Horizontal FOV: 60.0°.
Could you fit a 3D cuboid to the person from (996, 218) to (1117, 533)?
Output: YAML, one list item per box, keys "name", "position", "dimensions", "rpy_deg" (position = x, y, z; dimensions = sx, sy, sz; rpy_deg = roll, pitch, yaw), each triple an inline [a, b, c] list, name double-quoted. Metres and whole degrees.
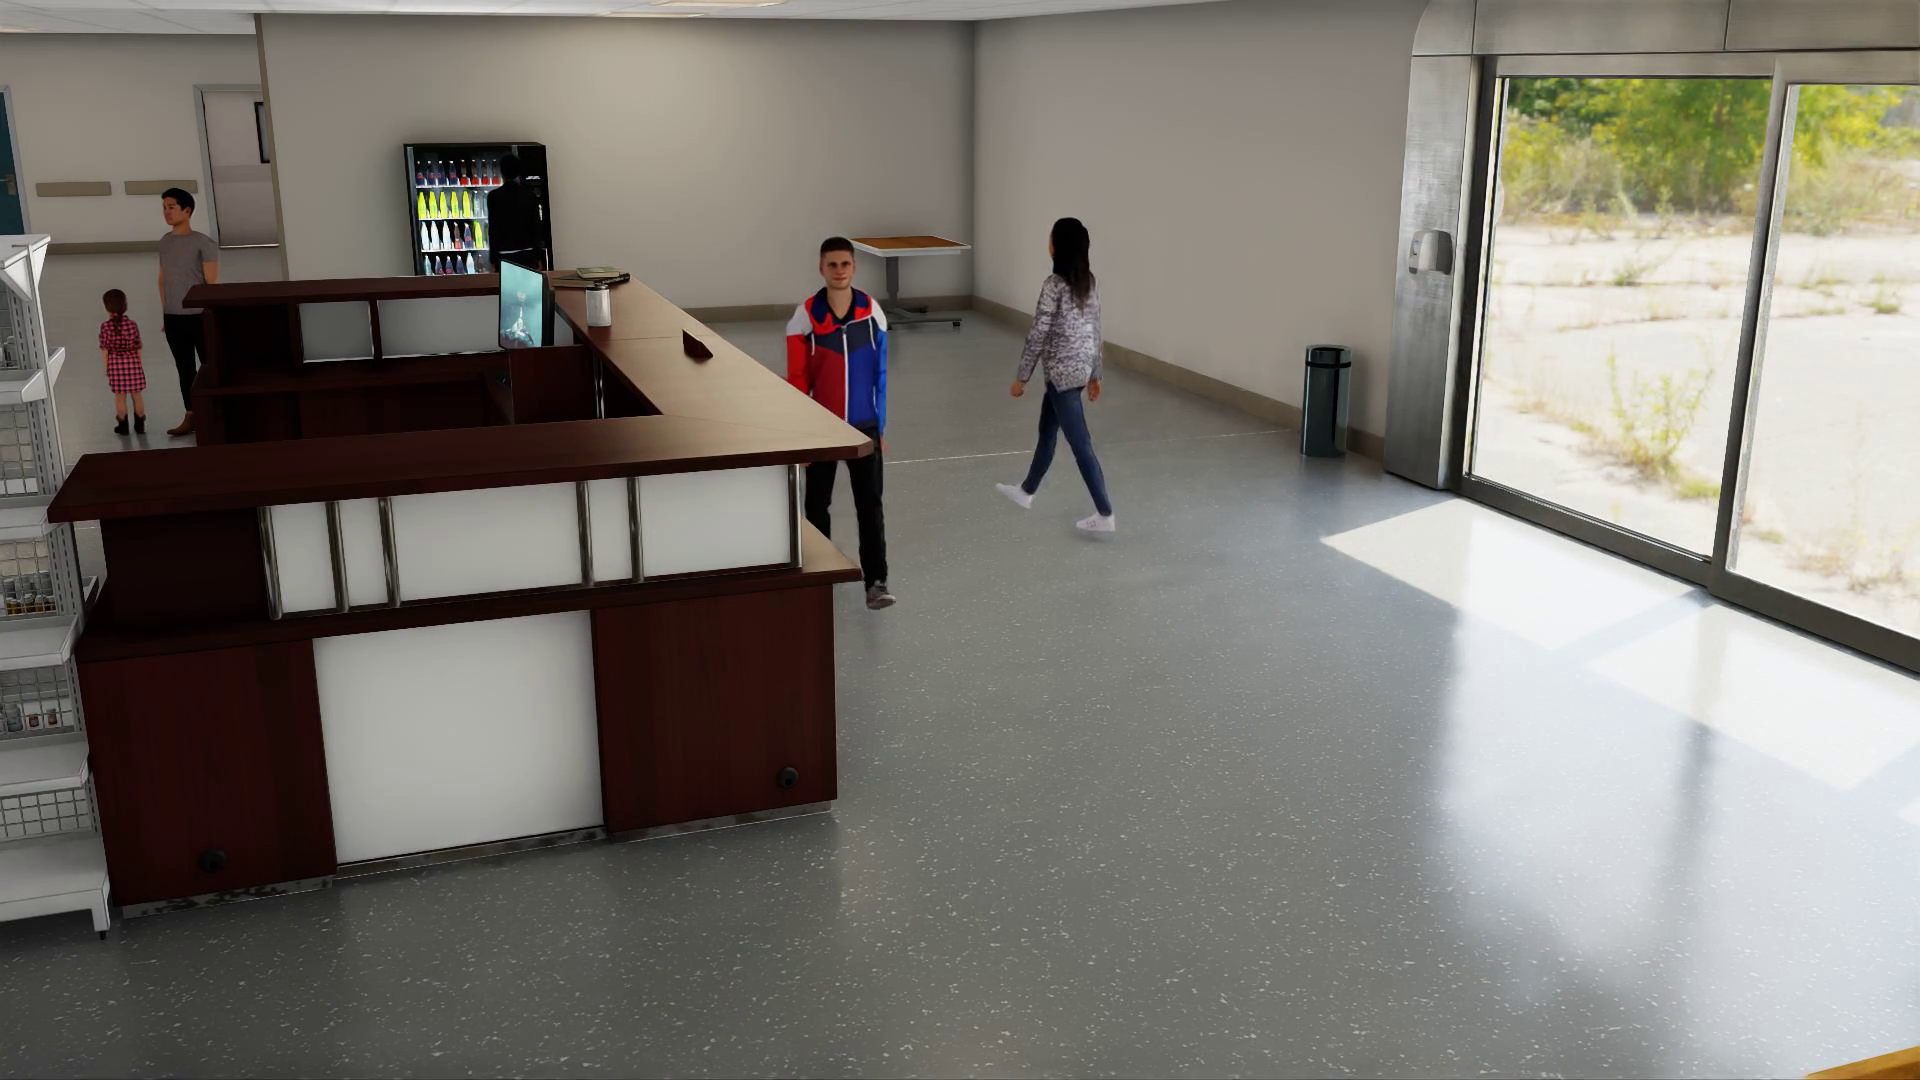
- name: "person"
  position: [0.642, -0.853, 9.078]
  dimensions: [1.070, 1.681, 1.172]
  rpy_deg: [12, 20, 37]

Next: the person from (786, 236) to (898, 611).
- name: "person"
  position: [-0.595, -0.549, 7.934]
  dimensions: [1.065, 1.717, 0.782]
  rpy_deg: [-4, 16, -14]

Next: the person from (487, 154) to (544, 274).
- name: "person"
  position: [-3.684, -2.268, 13.814]
  dimensions: [0.536, 1.834, 0.714]
  rpy_deg: [-10, 18, -31]

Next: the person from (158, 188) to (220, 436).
- name: "person"
  position: [-5.367, -1.591, 11.617]
  dimensions: [0.652, 1.724, 0.747]
  rpy_deg: [4, 16, 15]

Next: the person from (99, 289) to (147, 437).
- name: "person"
  position: [-5.893, -1.251, 11.706]
  dimensions: [0.444, 1.022, 0.531]
  rpy_deg: [-12, 20, -36]
